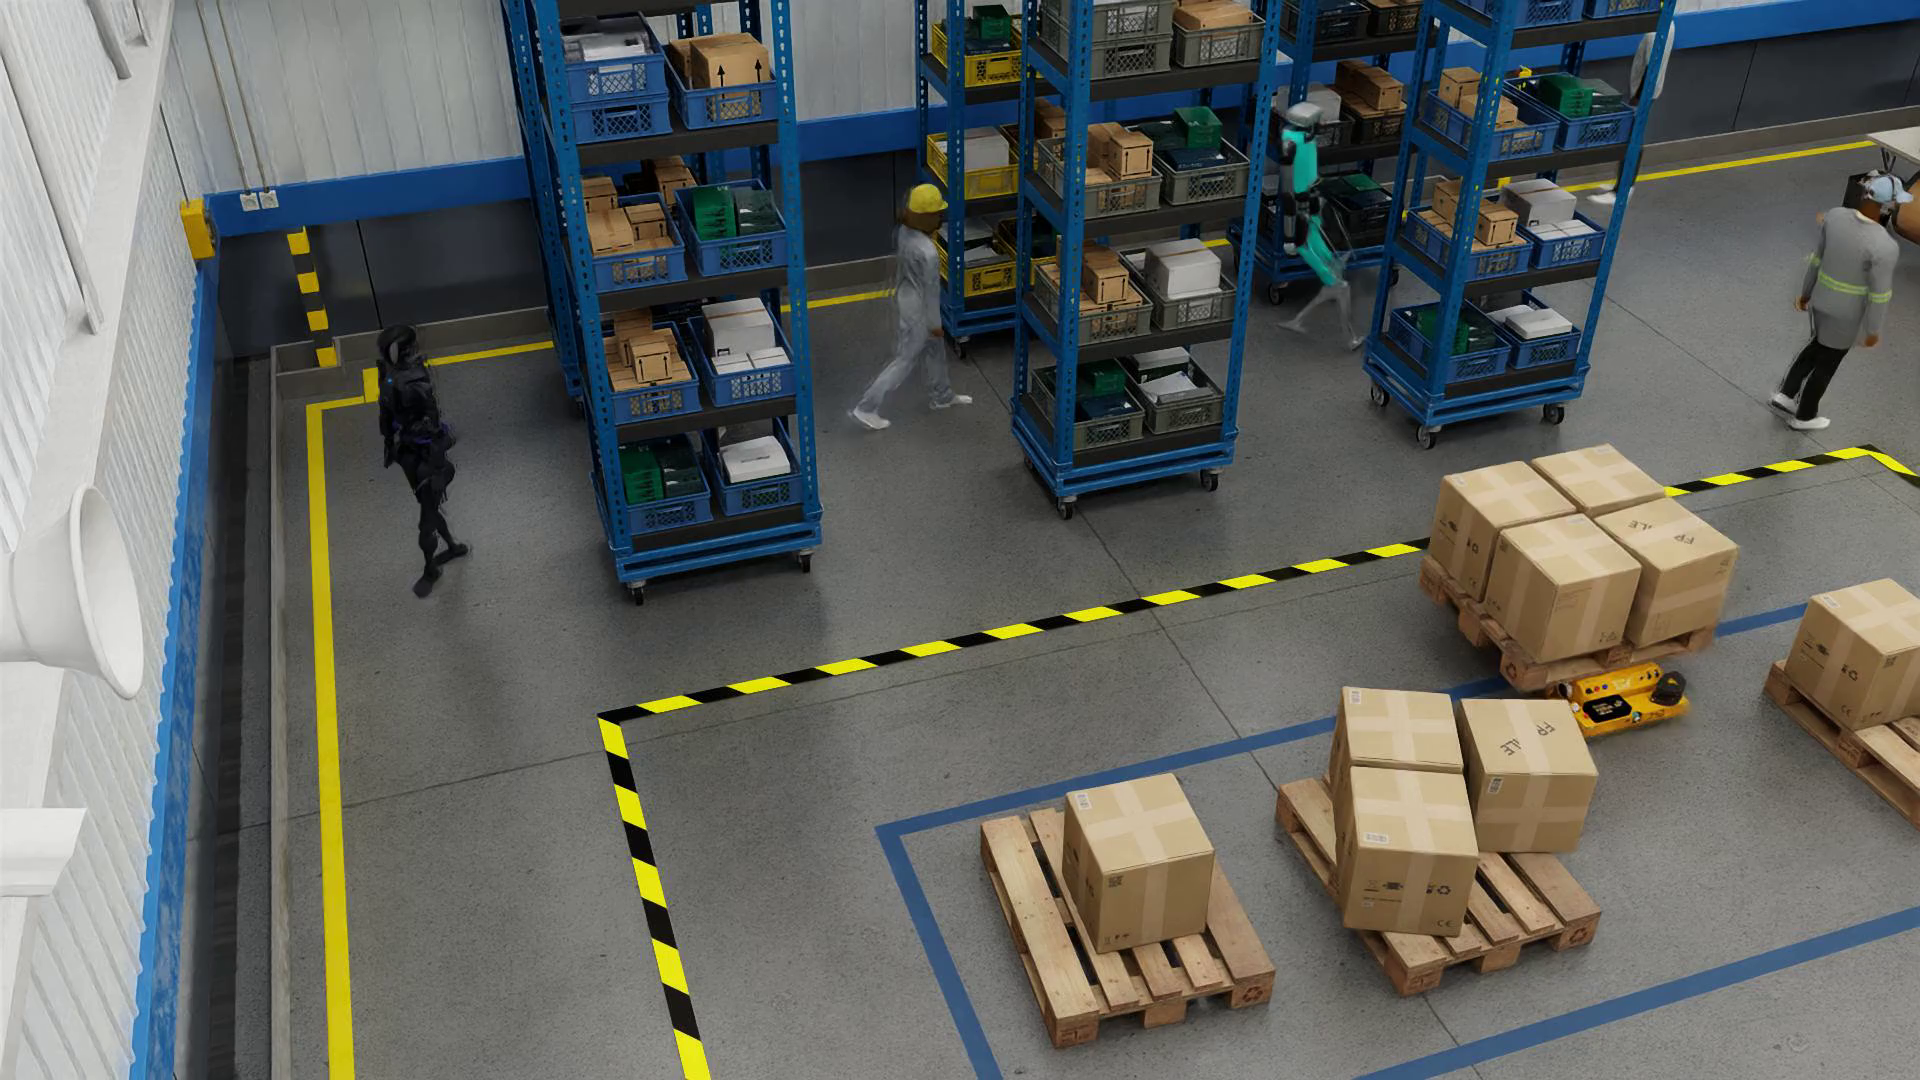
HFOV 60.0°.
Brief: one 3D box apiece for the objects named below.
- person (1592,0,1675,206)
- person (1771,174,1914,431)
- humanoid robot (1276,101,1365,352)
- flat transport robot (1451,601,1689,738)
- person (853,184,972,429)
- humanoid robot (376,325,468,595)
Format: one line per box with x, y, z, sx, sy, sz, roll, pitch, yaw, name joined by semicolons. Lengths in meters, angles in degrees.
5.706;-3.733;13.964;0.316;1.866;0.526;20;40;26;person
5.754;-1.517;10.835;0.409;1.841;0.618;-11;37;-14;person
2.679;-2.185;11.933;0.936;1.813;0.555;20;40;26;humanoid robot
3.343;0.517;9.299;0.652;0.197;1.431;-11;37;-15;flat transport robot
-0.334;-1.533;10.982;0.853;1.707;0.492;-11;37;-16;person
-3.136;-0.491;9.531;0.591;1.643;0.550;25;42;31;humanoid robot
